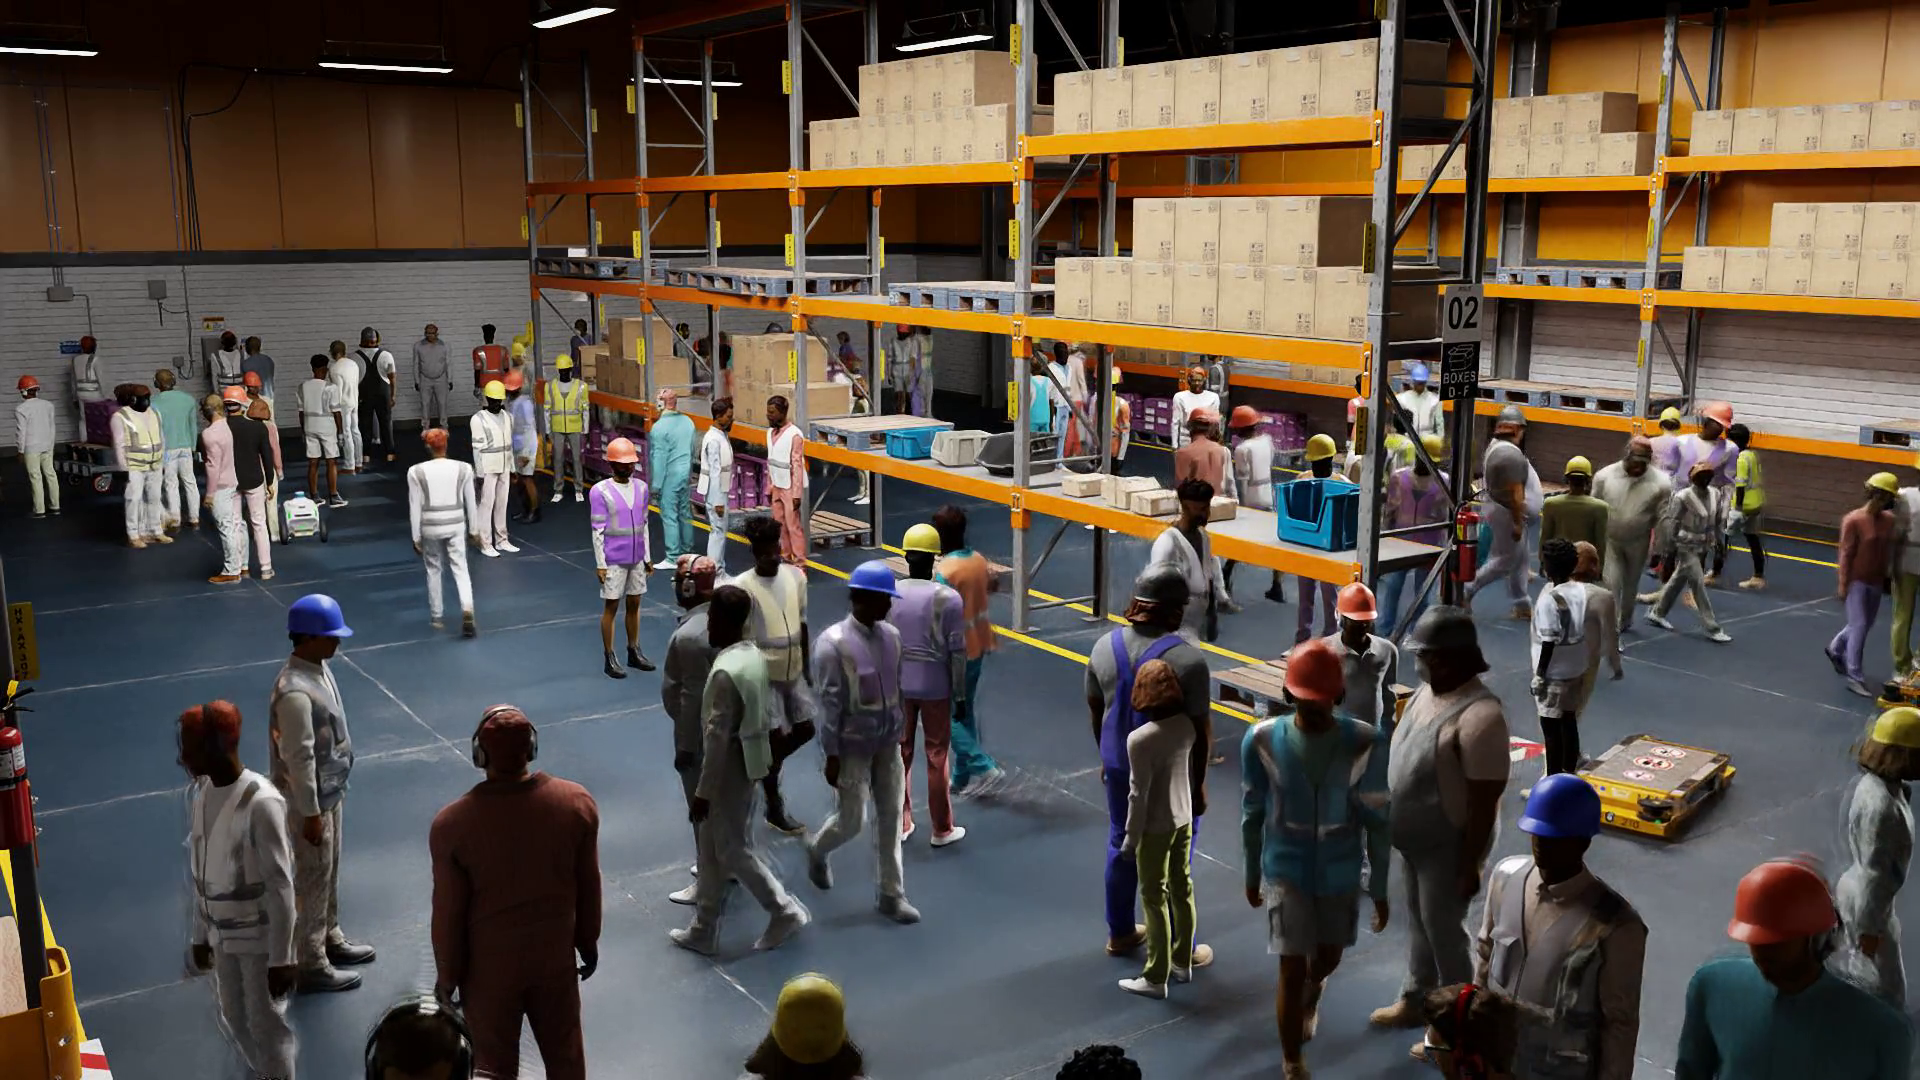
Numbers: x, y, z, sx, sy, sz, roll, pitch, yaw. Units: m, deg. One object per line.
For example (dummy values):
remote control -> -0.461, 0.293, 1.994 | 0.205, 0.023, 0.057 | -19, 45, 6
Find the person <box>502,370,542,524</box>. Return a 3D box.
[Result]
person -> -5.262, -1.108, 19.901 | 0.524, 1.890, 0.583 | -10, 15, -41

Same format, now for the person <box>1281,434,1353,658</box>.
person -> 2.969, 0.072, 13.782 | 0.585, 1.924, 0.375 | 11, 15, 44

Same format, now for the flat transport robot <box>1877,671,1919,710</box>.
flat transport robot -> 7.634, 1.196, 12.275 | 1.431, 0.197, 0.652 | 8, 14, 36

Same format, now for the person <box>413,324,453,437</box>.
person -> -8.824, -2.668, 27.869 | 0.639, 1.902, 0.407 | -4, 12, -18

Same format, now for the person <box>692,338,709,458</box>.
person -> -3.931, -2.181, 25.551 | 0.344, 1.839, 0.505 | 2, 11, 12

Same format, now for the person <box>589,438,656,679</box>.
person -> -2.706, 0.136, 13.422 | 0.354, 1.939, 0.544 | 10, 15, 41

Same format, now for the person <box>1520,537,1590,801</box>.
person -> 3.770, 0.824, 10.510 | 0.320, 1.698, 0.537 | 11, 15, 43

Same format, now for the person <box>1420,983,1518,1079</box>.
person -> 1.380, 2.016, 4.196 | 0.585, 1.793, 0.976 | -10, 15, -42

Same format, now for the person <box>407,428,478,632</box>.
person -> -4.574, -0.081, 14.771 | 0.594, 1.854, 0.829 | -5, 12, -26

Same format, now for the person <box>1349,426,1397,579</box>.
person -> 4.193, -0.404, 17.017 | 0.575, 1.611, 0.610 | 0, 11, 0

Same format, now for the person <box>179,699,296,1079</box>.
person -> -2.762, 1.529, 6.494 | 0.673, 1.868, 0.528 | 9, 14, 38

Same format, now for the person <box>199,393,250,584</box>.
person -> -7.435, -0.517, 16.776 | 0.372, 1.934, 0.627 | 0, 11, 2

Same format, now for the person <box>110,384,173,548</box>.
person -> -9.155, -0.831, 18.646 | 0.430, 1.834, 0.632 | 6, 13, 28

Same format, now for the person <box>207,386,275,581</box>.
person -> -7.297, -0.571, 16.892 | 0.625, 1.991, 0.381 | -5, 12, -26

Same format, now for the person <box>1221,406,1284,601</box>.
person -> 2.839, -0.378, 16.193 | 0.653, 1.870, 0.992 | -7, 13, -33

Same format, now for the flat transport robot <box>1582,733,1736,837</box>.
flat transport robot -> 4.386, 1.529, 10.569 | 0.652, 0.197, 1.431 | 9, 14, 39

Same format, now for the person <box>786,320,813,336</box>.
person -> -2.994, -3.189, 30.687 | 0.633, 1.841, 0.429 | 1, 11, 4

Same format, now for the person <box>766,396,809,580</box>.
person -> -1.754, -0.511, 16.825 | 0.396, 1.908, 0.595 | -8, 13, -34

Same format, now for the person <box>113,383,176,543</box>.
person -> -9.313, -0.875, 18.890 | 0.459, 1.822, 0.662 | -2, 11, -9

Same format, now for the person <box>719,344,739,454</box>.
person -> -3.270, -1.792, 23.328 | 0.386, 1.933, 0.686 | -5, 12, -25

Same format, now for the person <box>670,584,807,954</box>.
person -> -1.125, 1.166, 8.319 | 0.694, 1.877, 0.663 | 0, 11, -1

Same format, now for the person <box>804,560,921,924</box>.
person -> -0.513, 1.057, 8.786 | 0.633, 1.904, 0.692 | -10, 15, -42

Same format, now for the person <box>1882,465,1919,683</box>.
person -> 7.518, 0.232, 13.004 | 0.596, 1.911, 0.423 | 2, 11, 12

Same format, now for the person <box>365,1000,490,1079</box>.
person -> -1.261, 1.974, 4.071 | 0.655, 1.914, 0.447 | -3, 11, -13

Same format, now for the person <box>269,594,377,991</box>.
person -> -3.073, 1.207, 7.966 | 0.420, 1.933, 0.616 | -2, 11, -11

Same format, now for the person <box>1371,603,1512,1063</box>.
person -> 2.100, 1.268, 7.362 | 0.536, 2.000, 0.685 | -1, 11, -5

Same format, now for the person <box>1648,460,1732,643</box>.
person -> 6.454, 0.074, 14.637 | 0.539, 1.587, 0.888 | -7, 13, -30

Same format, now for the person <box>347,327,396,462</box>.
person -> -8.877, -2.201, 25.116 | 0.683, 2.000, 0.538 | -5, 12, -23

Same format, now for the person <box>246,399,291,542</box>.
person -> -7.938, -0.794, 18.957 | 0.499, 1.634, 0.280 | 3, 12, 16

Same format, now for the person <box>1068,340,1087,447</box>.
person -> 1.823, -2.405, 26.739 | 0.411, 1.823, 0.588 | -5, 12, -23

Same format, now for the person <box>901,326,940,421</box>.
person -> -0.712, -3.070, 29.929 | 0.670, 1.896, 0.603 | 6, 13, 28

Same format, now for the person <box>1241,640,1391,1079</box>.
person -> 1.486, 1.352, 7.048 | 0.621, 2.008, 0.981 | 1, 11, 7

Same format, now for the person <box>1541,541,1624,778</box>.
person -> 4.049, 0.797, 10.904 | 0.723, 1.600, 0.518 | -8, 14, -36

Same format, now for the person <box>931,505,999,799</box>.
person -> 0.005, 0.719, 10.506 | 0.464, 1.904, 0.597 | 7, 13, 30

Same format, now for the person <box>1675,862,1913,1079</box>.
person -> 2.299, 1.842, 4.711 | 0.624, 1.926, 1.041 | 10, 15, 43

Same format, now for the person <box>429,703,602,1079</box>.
person -> -1.675, 1.548, 6.277 | 0.655, 1.905, 0.407 | -8, 13, -34

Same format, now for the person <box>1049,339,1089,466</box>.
person -> 1.568, -2.080, 24.804 | 0.629, 1.924, 0.991 | 10, 15, 42

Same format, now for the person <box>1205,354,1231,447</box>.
person -> 3.524, -1.792, 23.013 | 0.368, 2.046, 0.608 | 5, 12, 22

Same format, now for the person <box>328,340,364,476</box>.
person -> -8.799, -1.889, 23.785 | 0.352, 1.936, 0.635 | 2, 11, 9

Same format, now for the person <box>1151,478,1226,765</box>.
person -> 1.605, 0.545, 11.309 | 0.824, 1.936, 0.625 | 8, 13, 35

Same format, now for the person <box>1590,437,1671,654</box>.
person -> 5.749, -0.005, 14.407 | 0.685, 1.848, 0.941 | 3, 12, 17

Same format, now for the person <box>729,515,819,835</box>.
person -> -1.136, 0.794, 10.032 | 0.549, 1.940, 0.637 | 11, 15, 44

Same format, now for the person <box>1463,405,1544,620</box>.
person -> 4.968, -0.257, 15.166 | 0.826, 2.000, 0.698 | 2, 11, 11

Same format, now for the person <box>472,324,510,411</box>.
person -> -7.577, -2.513, 26.903 | 0.615, 1.964, 0.361 | -8, 14, -36

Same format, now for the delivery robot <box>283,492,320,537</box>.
delivery robot -> -7.525, -0.306, 18.992 | 0.477, 0.478, 0.707 | -5, 12, -24
